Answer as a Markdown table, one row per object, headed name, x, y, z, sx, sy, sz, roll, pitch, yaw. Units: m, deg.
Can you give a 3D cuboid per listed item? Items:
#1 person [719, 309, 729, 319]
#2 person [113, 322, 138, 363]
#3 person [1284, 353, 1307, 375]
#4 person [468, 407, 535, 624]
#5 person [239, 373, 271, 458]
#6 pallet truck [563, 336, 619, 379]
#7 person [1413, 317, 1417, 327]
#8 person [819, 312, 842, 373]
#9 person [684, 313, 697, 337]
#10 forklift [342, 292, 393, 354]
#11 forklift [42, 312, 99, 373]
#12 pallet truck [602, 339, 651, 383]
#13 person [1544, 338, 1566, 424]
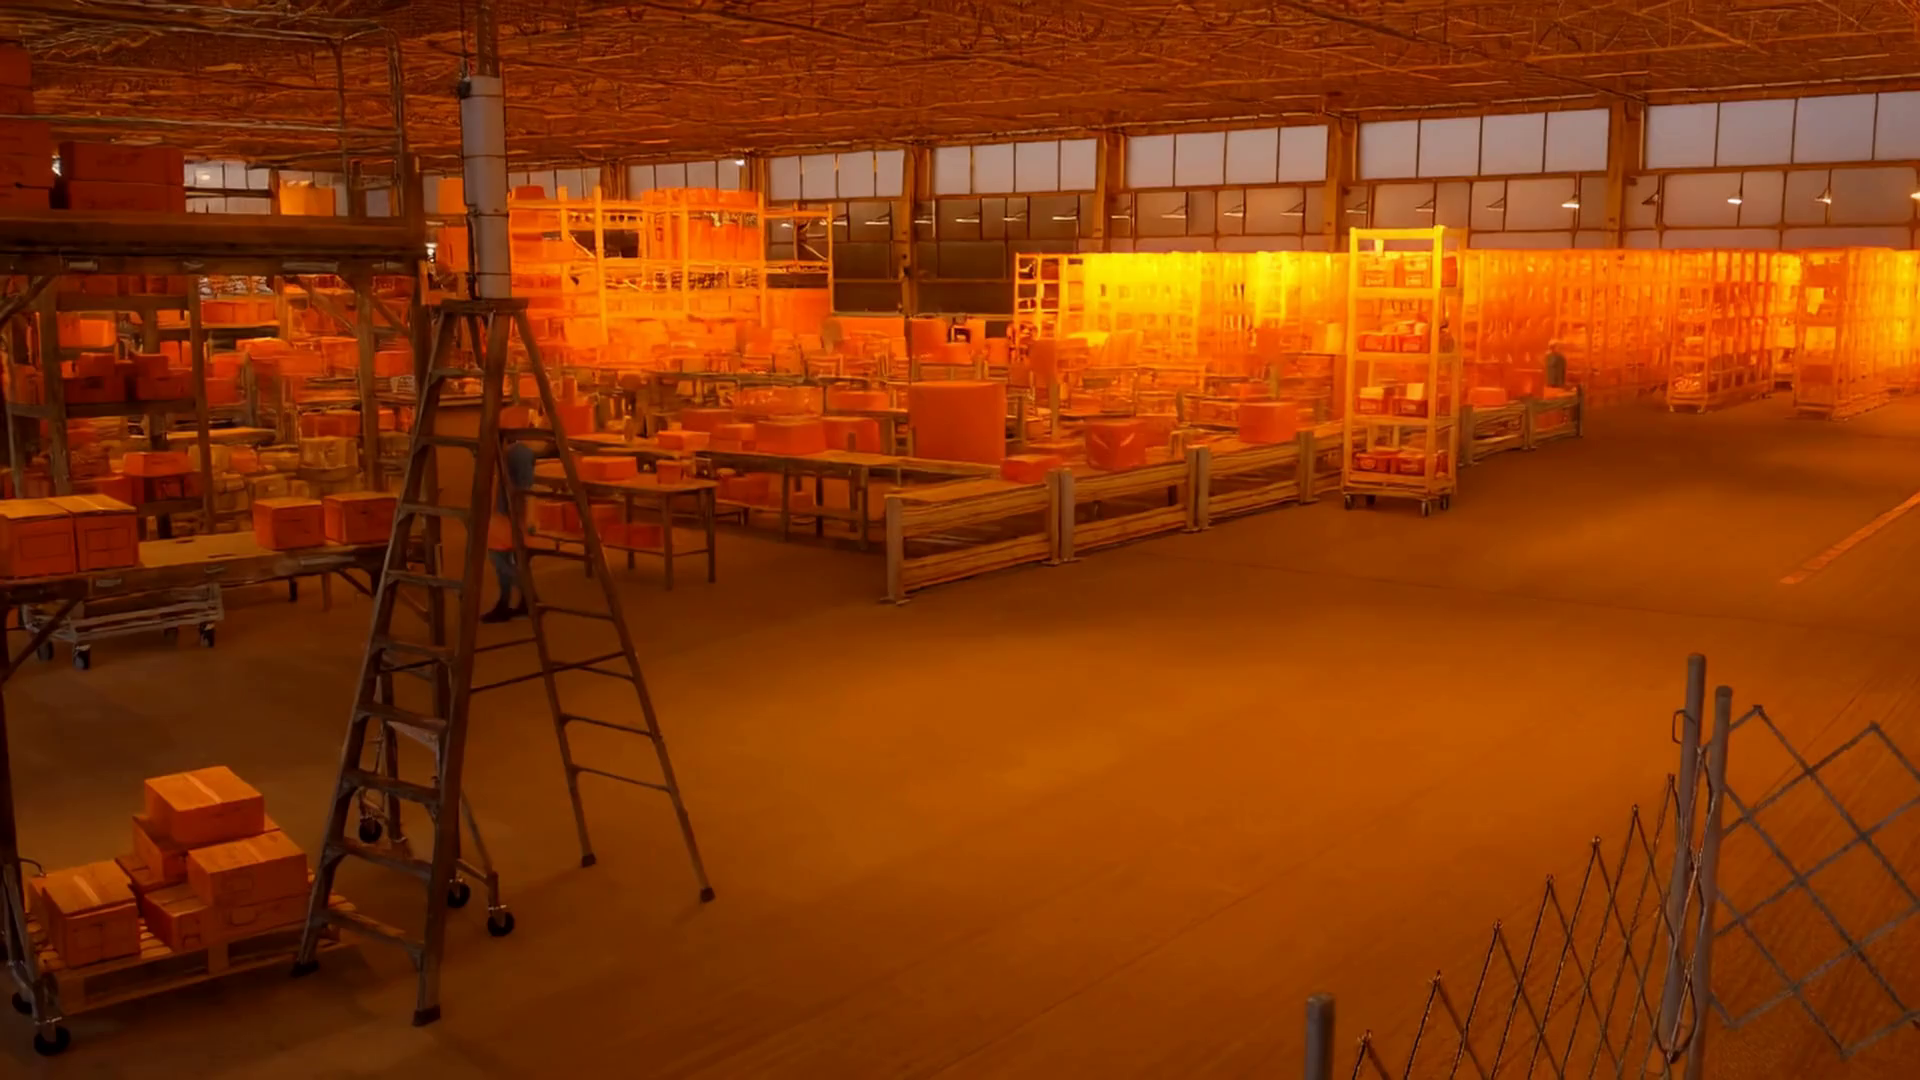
| name | x | y | z | sx | sy | sz | roll | pitch | yaw |
| --- | --- | --- | --- | --- | --- | --- | --- | --- | --- |
| person | -8.857 | -7.755 | 62.037 | 0.545 | 1.712 | 0.910 | 7 | 12 | 38 |
| person | -17.186 | -3.490 | 34.415 | 0.371 | 2.044 | 0.608 | 2 | 9 | 14 |
| person | 8.094 | -4.279 | 40.011 | 0.576 | 1.826 | 0.509 | -7 | 11 | -36 |
| person | -3.960 | -0.217 | 14.468 | 0.512 | 1.885 | 0.584 | -8 | 12 | -41 |
| person | -10.173 | -1.602 | 24.020 | 0.492 | 1.606 | 0.585 | 9 | 13 | 44 |
| pallet truck | -10.690 | -5.294 | 48.215 | 1.601 | 1.201 | 0.680 | -5 | 10 | -26 |
| person | 12.926 | -5.573 | 47.417 | 0.376 | 2.041 | 0.615 | 1 | 9 | 8 |
| person | -4.024 | -6.115 | 51.369 | 0.642 | 1.871 | 0.957 | -6 | 11 | -33 |
| person | -8.438 | -6.164 | 51.838 | 0.594 | 1.818 | 0.427 | -8 | 12 | -41 |
| forklift | -16.485 | -5.622 | 45.120 | 1.129 | 2.768 | 1.873 | 7 | 11 | 37 |
| forklift | -23.779 | -5.451 | 44.052 | 1.873 | 2.768 | 1.129 | 7 | 11 | 36 |
| pallet truck | -8.991 | -4.871 | 45.351 | 0.653 | 1.274 | 1.630 | 7 | 11 | 37 |
| person | 11.951 | -3.163 | 33.322 | 0.525 | 1.751 | 0.564 | -4 | 10 | -24 |
